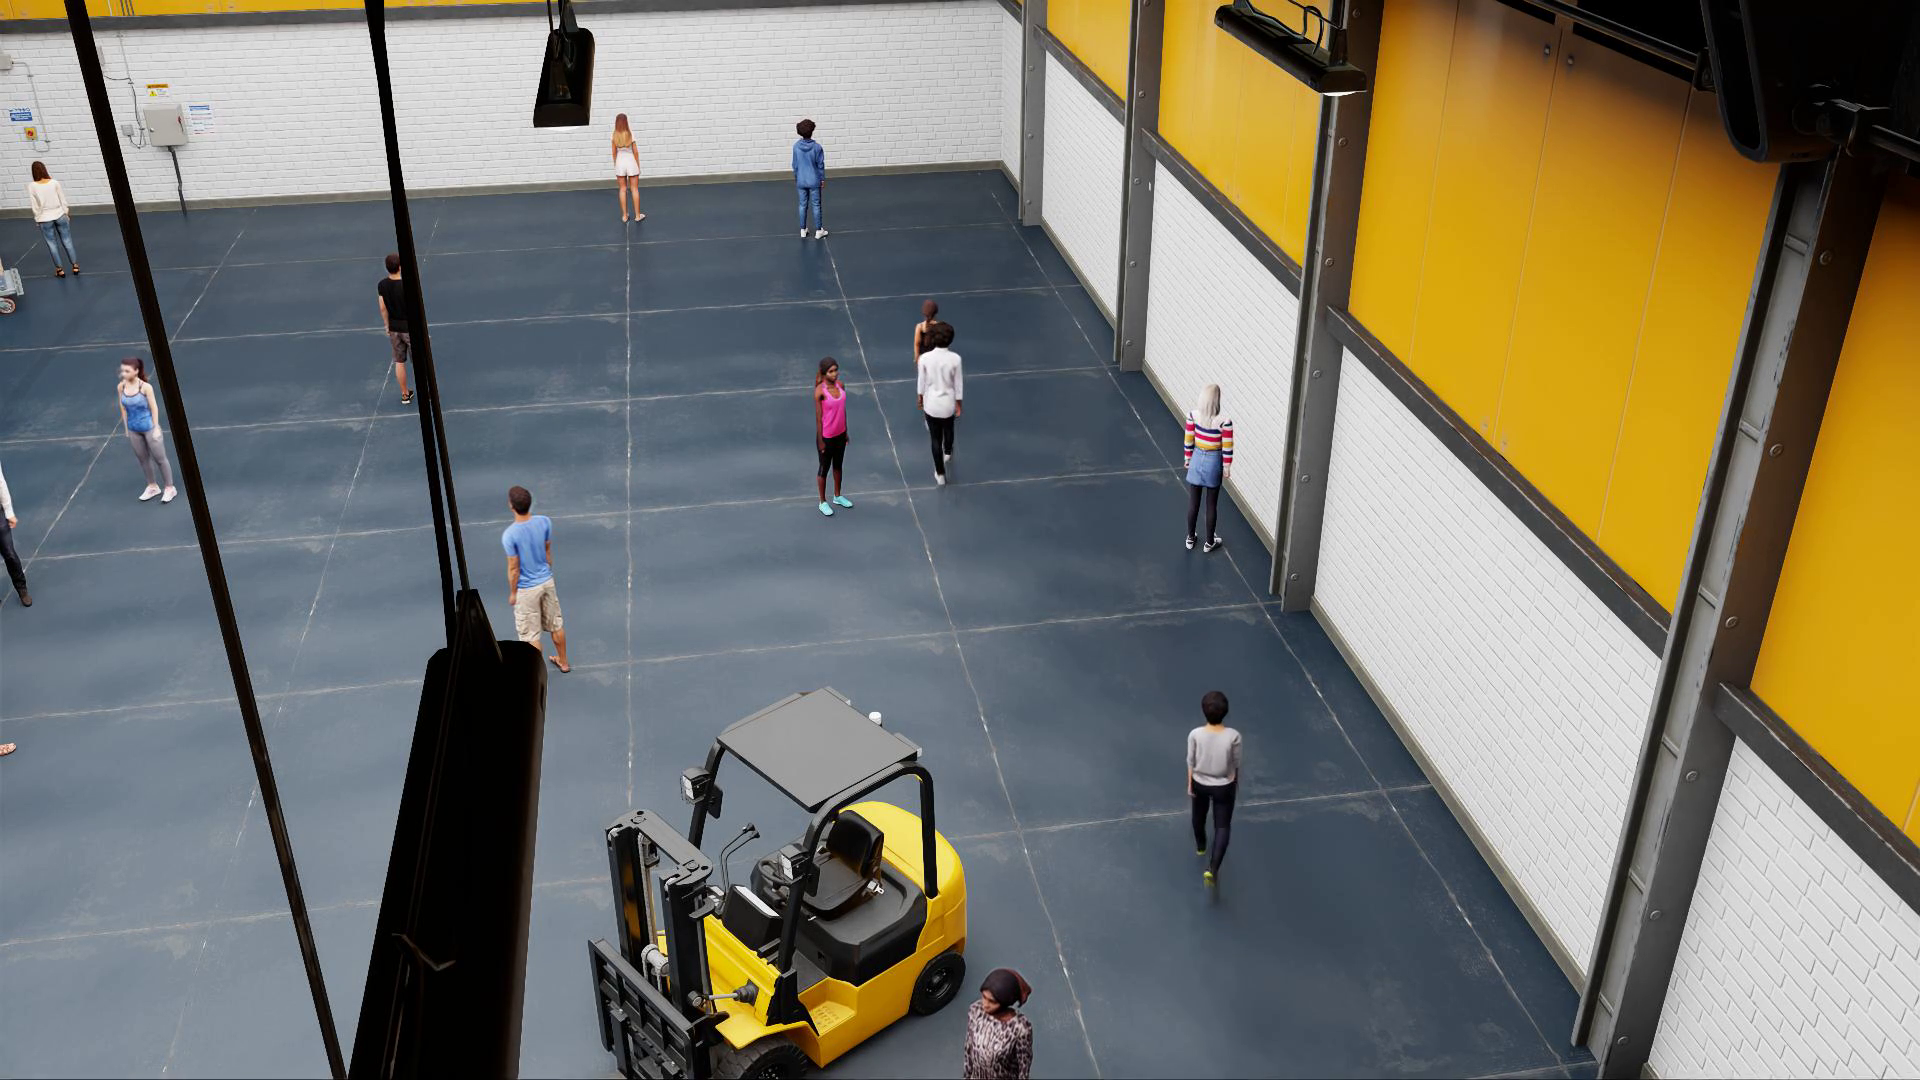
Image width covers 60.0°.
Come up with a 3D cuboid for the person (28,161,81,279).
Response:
[{"bbox_3d":[-13.033,-4.610,23.871,0.702,1.682,0.693,-20,34,-32],"label":"person"}]

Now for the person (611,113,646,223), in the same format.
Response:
[{"bbox_3d":[-5.246,-5.863,26.153,0.618,1.697,0.622,2,29,3],"label":"person"}]

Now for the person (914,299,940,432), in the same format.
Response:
[{"bbox_3d":[-0.336,-2.004,19.236,0.554,1.545,0.784,-3,29,-5],"label":"person"}]

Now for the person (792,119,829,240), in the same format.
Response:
[{"bbox_3d":[-2.303,-5.519,25.402,0.757,1.811,0.736,8,30,13],"label":"person"}]

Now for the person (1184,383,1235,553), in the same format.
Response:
[{"bbox_3d":[2.463,-0.740,16.643,0.715,1.809,0.733,14,32,24],"label":"person"}]

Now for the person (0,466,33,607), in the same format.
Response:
[{"bbox_3d":[-9.161,-0.212,15.611,0.726,1.871,0.667,-16,32,-26],"label":"person"}]

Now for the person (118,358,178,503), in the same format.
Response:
[{"bbox_3d":[-8.662,-1.179,17.656,0.636,1.610,0.652,5,29,9],"label":"person"}]

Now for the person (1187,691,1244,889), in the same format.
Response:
[{"bbox_3d":[1.858,1.829,12.222,0.813,1.533,1.043,7,29,12],"label":"person"}]

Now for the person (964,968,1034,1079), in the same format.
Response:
[{"bbox_3d":[0.225,3.155,9.602,0.672,1.714,0.734,19,34,31],"label":"person"}]

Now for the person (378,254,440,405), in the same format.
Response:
[{"bbox_3d":[-6.646,-2.527,19.865,0.755,1.861,0.690,4,29,7],"label":"person"}]

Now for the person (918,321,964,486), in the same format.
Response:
[{"bbox_3d":[-0.212,-1.447,17.980,0.666,1.771,1.052,-3,29,-6],"label":"person"}]

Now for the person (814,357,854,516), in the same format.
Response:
[{"bbox_3d":[-1.353,-1.113,17.417,0.653,1.723,0.695,-24,36,-36],"label":"person"}]

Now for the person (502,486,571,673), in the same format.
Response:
[{"bbox_3d":[-3.723,0.389,14.518,0.769,1.862,0.730,22,35,34],"label":"person"}]
